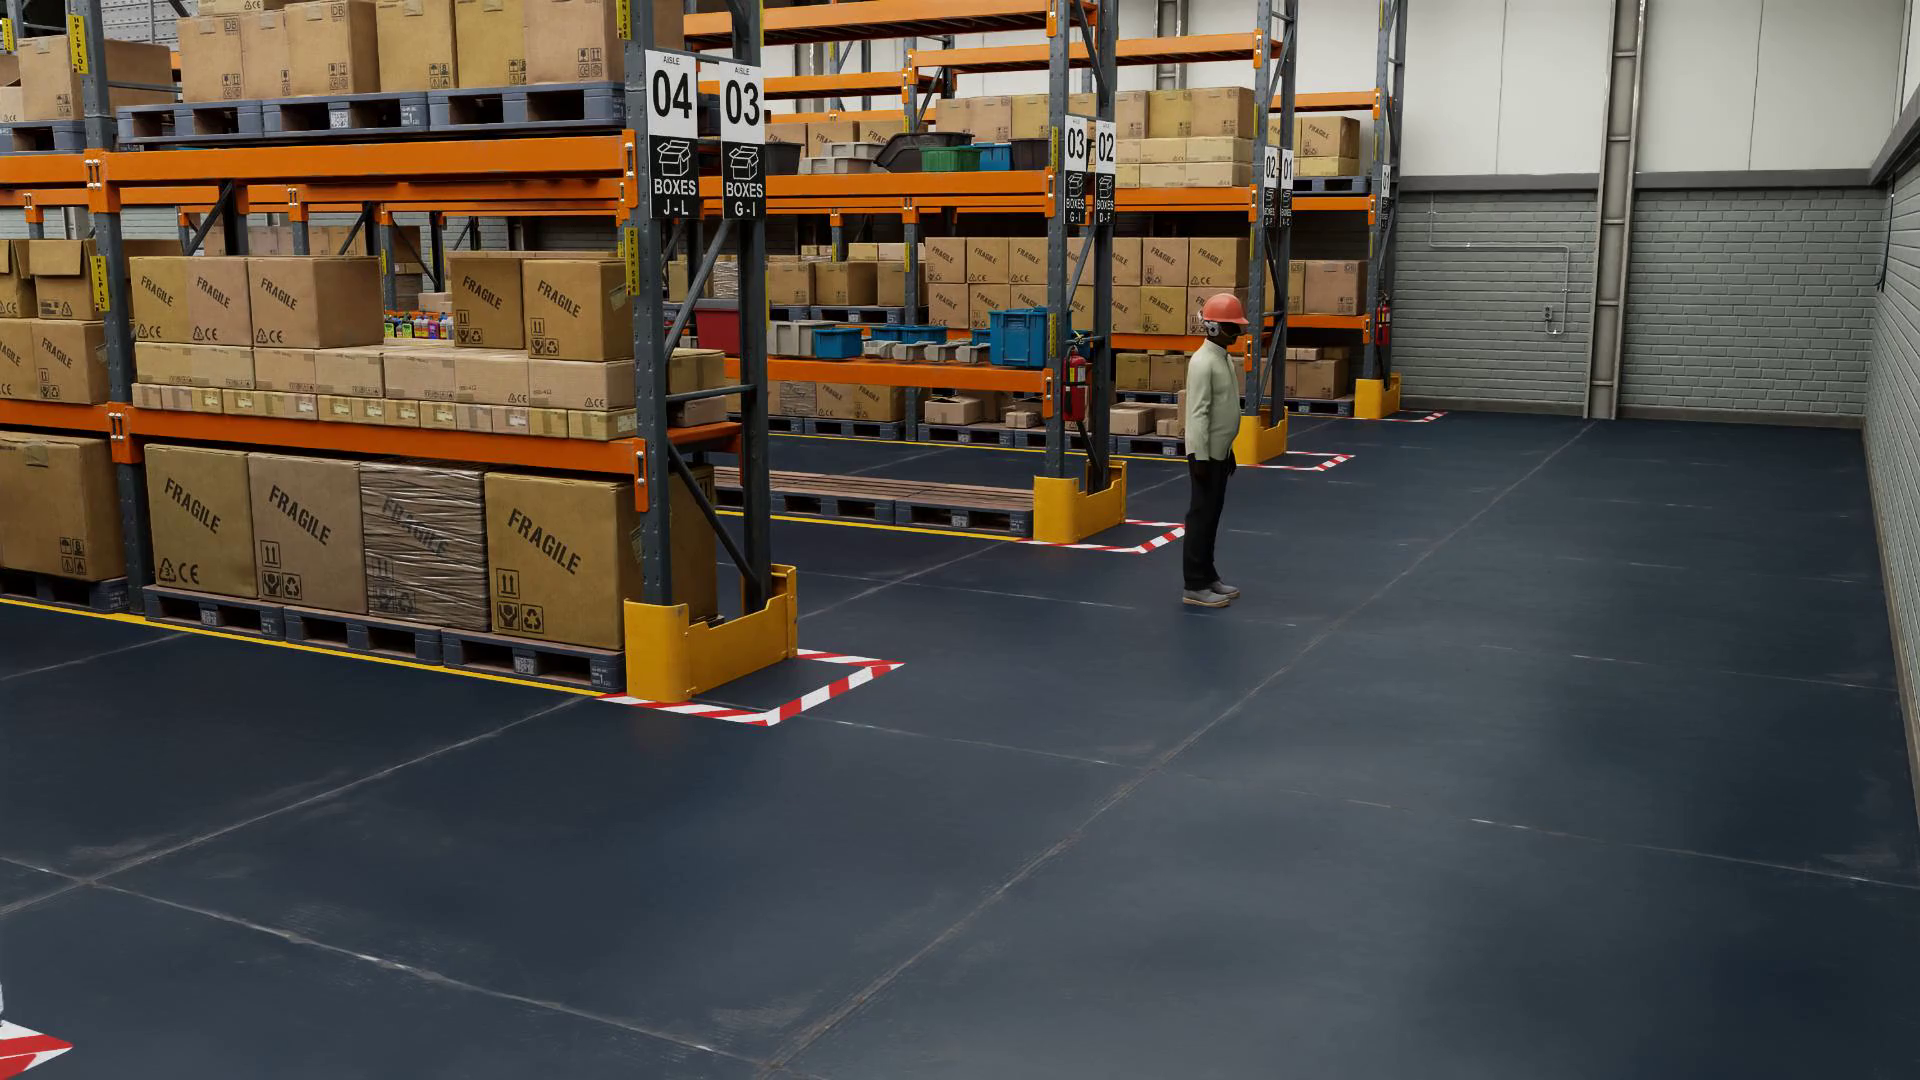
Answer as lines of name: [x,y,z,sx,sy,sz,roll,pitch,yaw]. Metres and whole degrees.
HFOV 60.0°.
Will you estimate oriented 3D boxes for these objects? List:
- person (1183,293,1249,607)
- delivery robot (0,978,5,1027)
person: [1.626,-0.572,10.609,0.402,1.988,0.611,4,11,22]
delivery robot: [-2.882,1.255,4.299,0.707,0.478,0.477,-7,13,-34]
